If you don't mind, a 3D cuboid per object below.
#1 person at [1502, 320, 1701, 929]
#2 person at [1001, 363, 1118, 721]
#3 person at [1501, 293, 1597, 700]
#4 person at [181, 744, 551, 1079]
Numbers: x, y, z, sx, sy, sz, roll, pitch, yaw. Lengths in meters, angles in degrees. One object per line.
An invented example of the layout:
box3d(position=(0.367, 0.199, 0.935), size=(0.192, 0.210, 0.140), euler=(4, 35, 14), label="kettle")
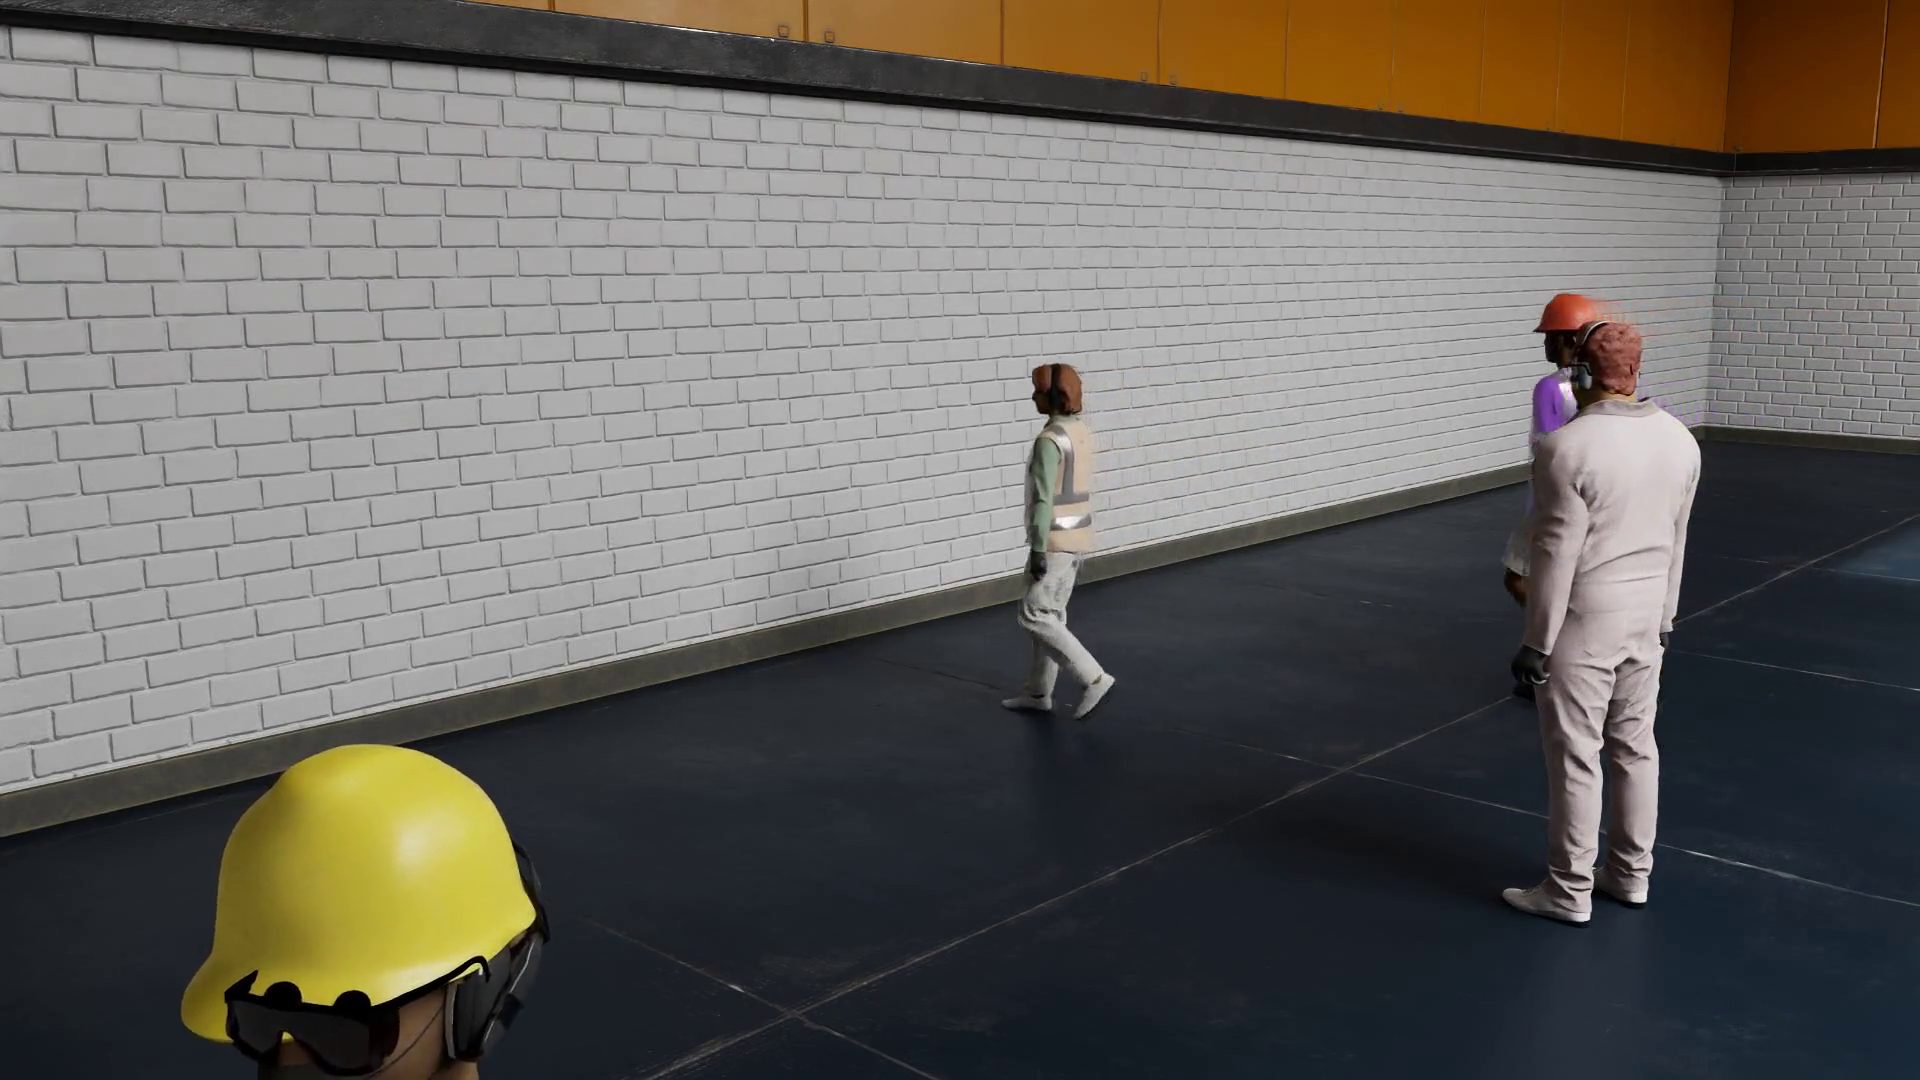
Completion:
box3d(position=(1.999, 0.263, 5.270), size=(0.652, 1.904, 0.402), euler=(-5, 11, -28), label="person")
box3d(position=(0.440, 0.019, 7.449), size=(0.565, 1.627, 0.534), euler=(4, 11, 24), label="person")
box3d(position=(2.781, -0.165, 7.653), size=(0.552, 1.922, 0.451), euler=(-6, 12, -30), label="person")
box3d(position=(-0.428, 1.018, 1.365), size=(0.525, 1.769, 0.327), euler=(3, 10, 15), label="person")
